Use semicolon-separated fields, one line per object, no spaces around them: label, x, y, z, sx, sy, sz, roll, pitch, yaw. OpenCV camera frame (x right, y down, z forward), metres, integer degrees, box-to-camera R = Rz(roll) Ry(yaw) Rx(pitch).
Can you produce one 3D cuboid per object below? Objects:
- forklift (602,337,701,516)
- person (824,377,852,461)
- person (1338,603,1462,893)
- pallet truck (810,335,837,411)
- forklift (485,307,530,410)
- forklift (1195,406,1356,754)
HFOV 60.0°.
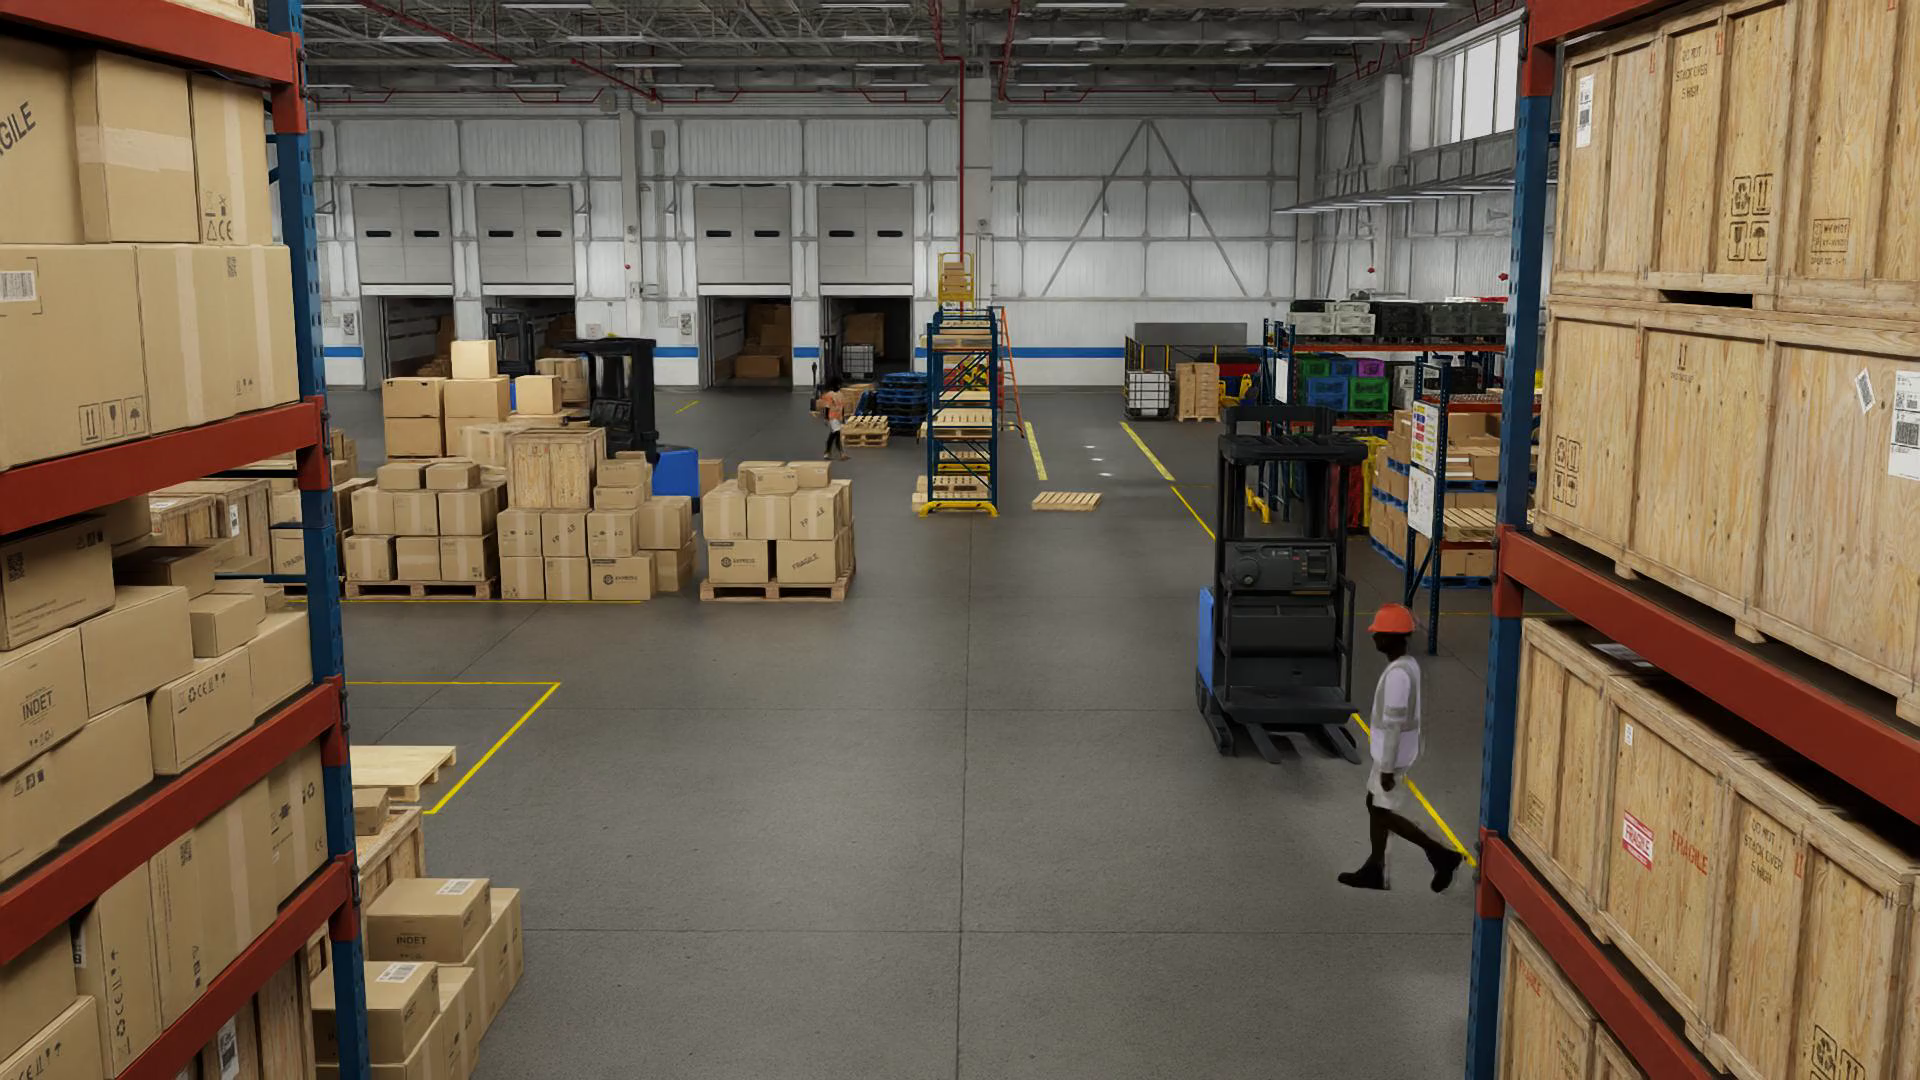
forklift;-5.028;-1.701;25.518;1.129;2.768;1.873;8;13;40
person;-2.394;-2.403;33.030;0.790;1.660;0.542;4;11;24
person;2.841;1.356;10.659;0.696;1.916;0.554;3;10;18
pallet truck;-3.021;-4.312;43.126;1.885;1.965;0.823;3;10;17
forklift;-10.754;-4.150;39.646;1.129;2.768;1.873;0;10;1
forklift;2.694;0.240;14.316;1.129;2.768;1.873;0;10;1
